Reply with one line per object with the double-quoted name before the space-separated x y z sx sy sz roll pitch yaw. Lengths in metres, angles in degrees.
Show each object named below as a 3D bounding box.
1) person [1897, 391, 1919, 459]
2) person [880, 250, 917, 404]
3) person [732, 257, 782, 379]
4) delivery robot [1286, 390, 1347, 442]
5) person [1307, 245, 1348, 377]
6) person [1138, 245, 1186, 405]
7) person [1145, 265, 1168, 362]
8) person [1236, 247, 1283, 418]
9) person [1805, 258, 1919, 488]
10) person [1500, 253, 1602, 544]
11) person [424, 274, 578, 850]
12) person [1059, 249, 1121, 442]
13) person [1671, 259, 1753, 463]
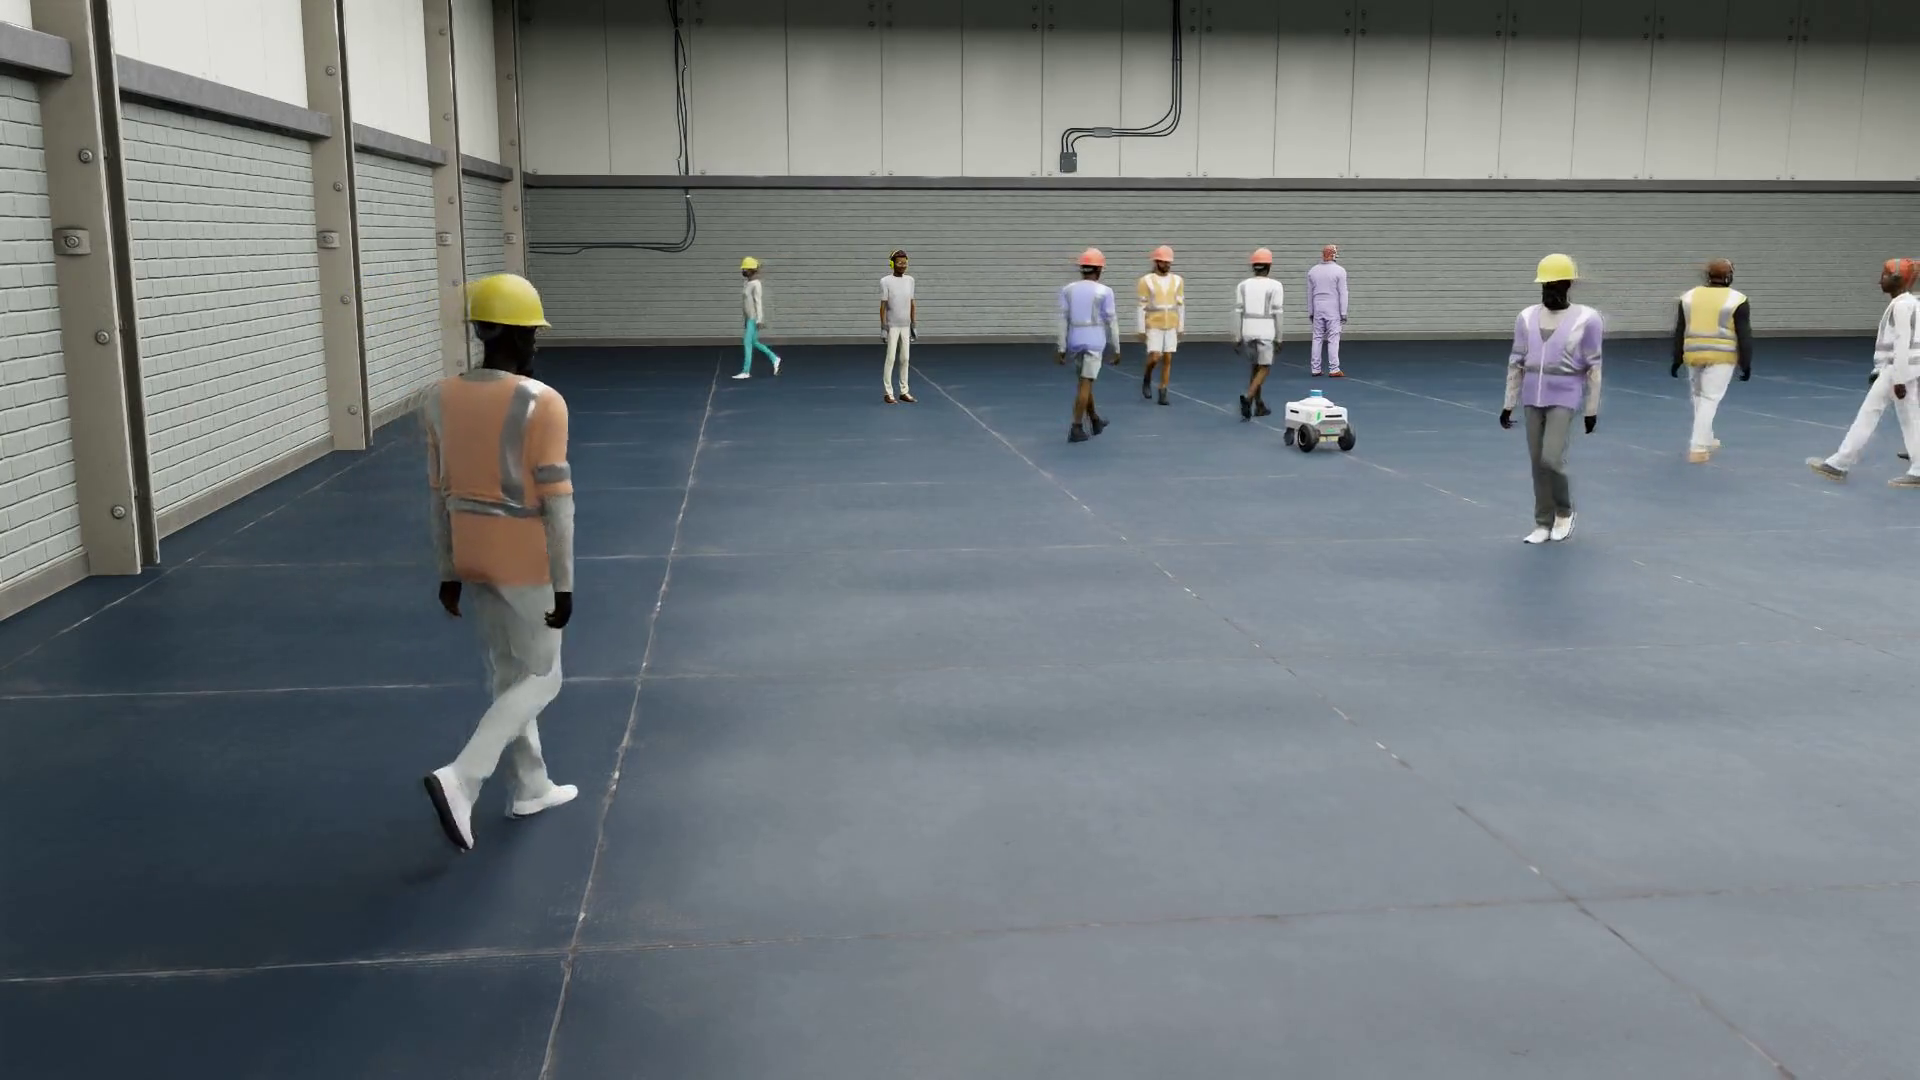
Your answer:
"person" 8.705 -1.601 14.797 0.727 1.884 0.648 7 12 34
"person" -0.751 -2.595 20.299 0.509 1.863 0.311 -8 13 -37
"person" -2.925 -3.184 23.844 0.740 1.743 0.526 -5 11 -25
"delivery robot" 3.409 -1.192 15.924 0.477 0.478 0.707 -3 11 -15
"person" 5.333 -3.303 24.051 0.639 1.908 0.409 10 14 42
"person" 2.434 -2.591 20.104 0.547 1.922 0.473 -2 11 -12
"person" 3.229 -3.702 26.990 0.517 1.621 0.361 -3 11 -14
"person" 3.301 -2.293 18.523 0.551 1.911 0.845 7 13 34
"person" 7.500 -1.358 13.557 0.967 1.835 0.579 8 13 39
"person" 3.859 -0.913 10.923 0.421 1.908 0.598 -8 13 -38
"person" -1.555 0.075 5.550 0.592 1.907 0.733 6 12 28
"person" 1.346 -1.952 16.668 0.576 1.887 0.963 7 12 33
"person" 6.883 -1.622 15.085 0.878 1.809 0.658 -8 13 -38
